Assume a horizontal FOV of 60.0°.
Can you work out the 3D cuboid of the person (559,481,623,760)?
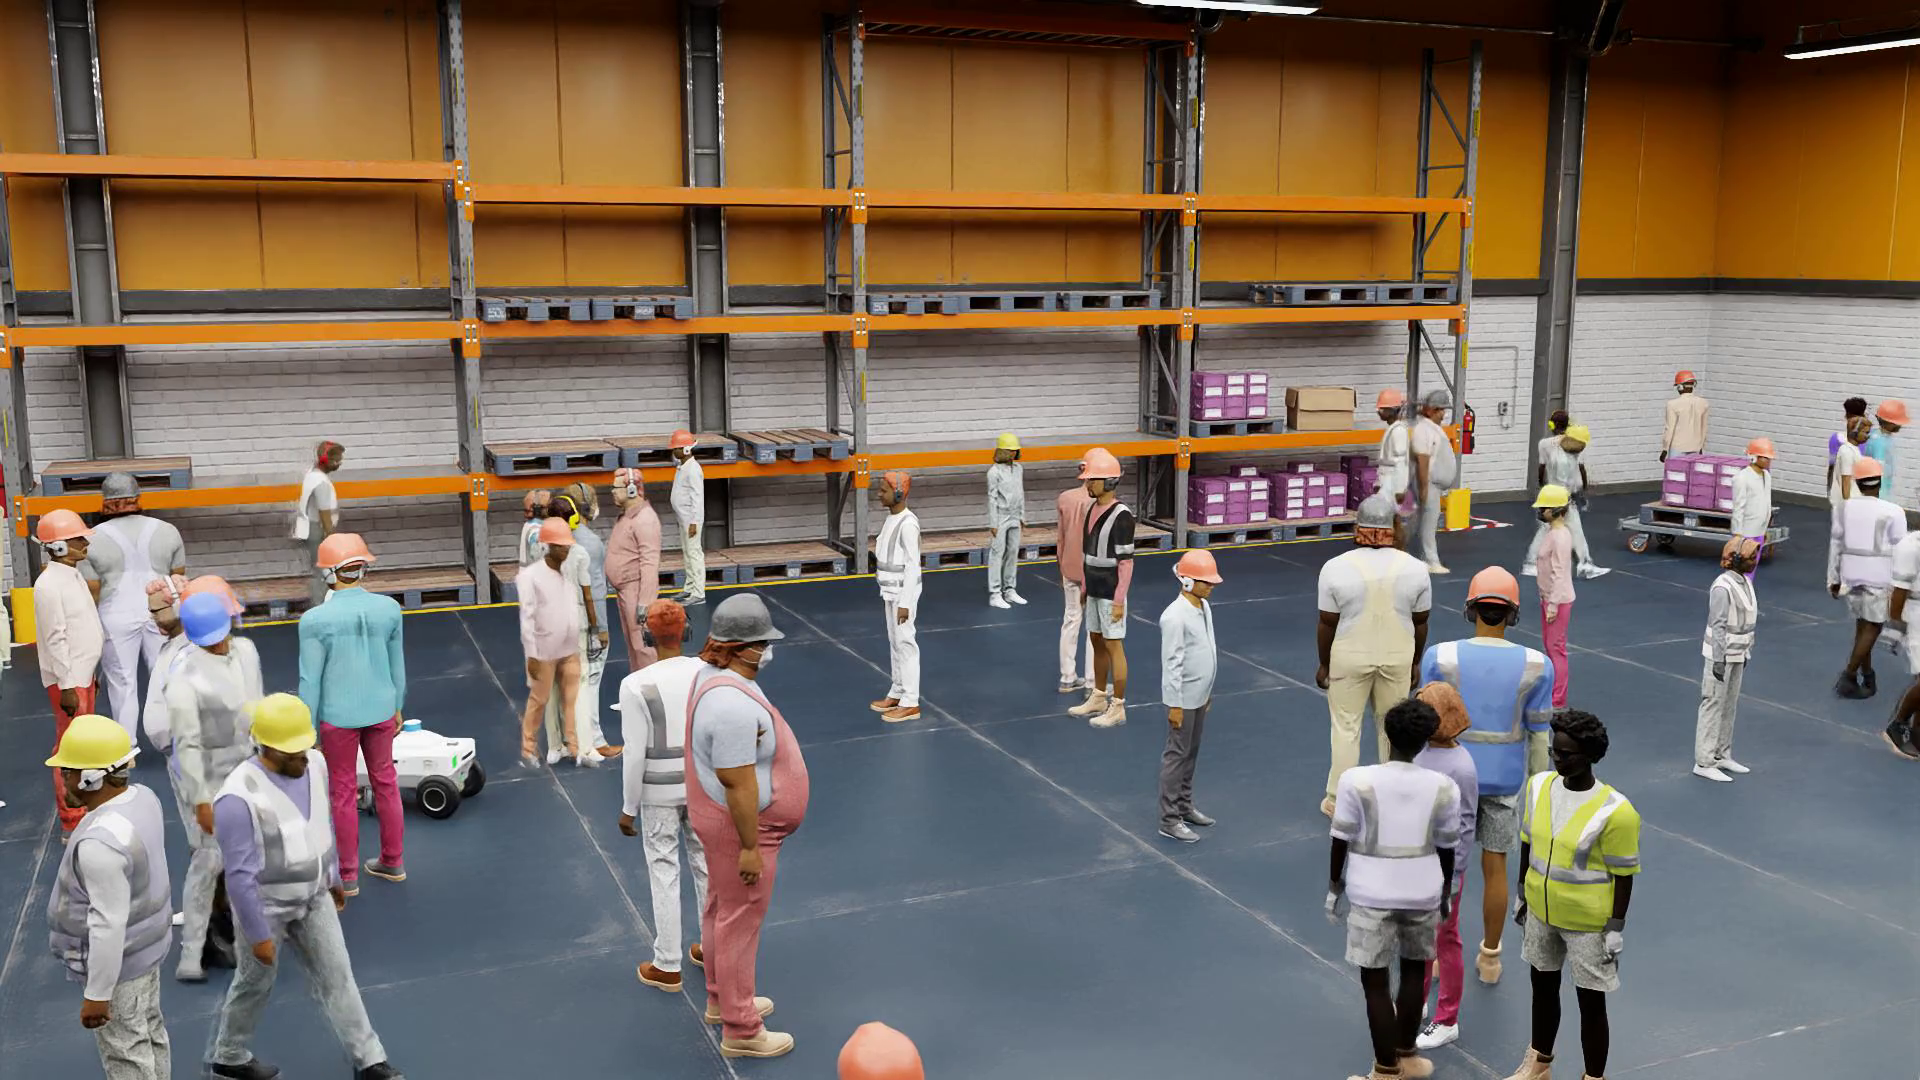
[{"bbox_3d":[-2.603,0.559,11.495,0.373,1.939,0.630,-8,13,-39],"label":"person"}]

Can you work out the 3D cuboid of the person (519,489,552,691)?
[{"bbox_3d":[-3.331,0.414,13.181,0.309,1.639,0.522,-4,11,-20],"label":"person"}]

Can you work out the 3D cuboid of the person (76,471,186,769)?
[{"bbox_3d":[-5.661,0.529,11.367,0.674,2.000,0.537,-9,13,-41],"label":"person"}]

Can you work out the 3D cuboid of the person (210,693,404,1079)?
[{"bbox_3d":[-2.760,1.460,6.818,0.918,1.765,0.636,4,11,20],"label":"person"}]

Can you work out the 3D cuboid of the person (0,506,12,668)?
[{"bbox_3d":[-8.141,0.252,13.786,0.330,1.751,0.565,0,10,1],"label":"person"}]

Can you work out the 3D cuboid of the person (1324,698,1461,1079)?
[{"bbox_3d":[1.812,1.496,6.896,0.561,1.661,0.445,-1,10,-4],"label":"person"}]

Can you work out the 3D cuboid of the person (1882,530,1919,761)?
[{"bbox_3d":[6.642,0.574,11.364,0.656,1.943,0.425,-4,11,-23],"label":"person"}]

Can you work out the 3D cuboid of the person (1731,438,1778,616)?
[{"bbox_3d":[7.576,-0.111,15.888,0.573,1.746,0.346,-8,12,-37],"label":"person"}]

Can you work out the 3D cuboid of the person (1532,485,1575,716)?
[{"bbox_3d":[4.475,0.455,12.610,0.341,1.756,0.518,2,10,10],"label":"person"}]

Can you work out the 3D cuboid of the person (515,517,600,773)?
[{"bbox_3d":[-2.722,0.707,11.214,0.359,1.763,0.564,7,12,36],"label":"person"}]

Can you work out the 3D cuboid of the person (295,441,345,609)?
[{"bbox_3d":[-5.790,-0.009,15.144,0.489,1.805,0.618,-4,11,-21],"label":"person"}]

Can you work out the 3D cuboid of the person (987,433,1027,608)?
[{"bbox_3d":[0.472,-0.195,16.421,0.325,1.737,0.485,9,13,41],"label":"person"}]

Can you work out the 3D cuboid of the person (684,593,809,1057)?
[{"bbox_3d":[-0.932,1.227,7.344,0.536,2.000,0.688,-3,10,-18],"label":"person"}]

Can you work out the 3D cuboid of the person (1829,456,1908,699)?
[{"bbox_3d":[7.142,0.305,13.035,0.598,1.907,0.663,-6,12,-31],"label":"person"}]

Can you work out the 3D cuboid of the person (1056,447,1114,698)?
[{"bbox_3d":[1.037,0.258,13.113,0.625,1.982,0.418,8,13,40],"label":"person"}]

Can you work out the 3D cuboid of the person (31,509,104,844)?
[{"bbox_3d":[-5.268,0.806,9.895,0.375,1.997,0.611,-3,10,-17],"label":"person"}]

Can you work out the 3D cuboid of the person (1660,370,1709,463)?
[{"bbox_3d":[9.300,-1.186,21.402,0.608,1.986,0.389,-2,10,-14],"label":"person"}]

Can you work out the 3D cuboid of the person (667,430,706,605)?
[{"bbox_3d":[-2.727,-0.229,16.566,0.338,1.749,0.561,-4,11,-22],"label":"person"}]

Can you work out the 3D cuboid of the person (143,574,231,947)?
[{"bbox_3d":[-3.905,1.108,8.439,0.403,1.899,0.651,-7,12,-34],"label":"person"}]

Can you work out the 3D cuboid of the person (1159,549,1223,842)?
[{"bbox_3d":[1.393,0.914,9.977,0.344,1.747,0.572,5,11,27],"label":"person"}]

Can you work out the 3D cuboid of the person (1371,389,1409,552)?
[{"bbox_3d":[4.550,-0.613,17.986,0.703,2.022,0.627,2,10,10],"label":"person"}]

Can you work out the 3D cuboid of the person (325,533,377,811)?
[{"bbox_3d":[-3.811,0.825,10.486,0.324,1.752,0.562,-3,10,-15],"label":"person"}]

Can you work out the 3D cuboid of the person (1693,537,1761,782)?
[{"bbox_3d":[5.112,0.785,11.075,0.312,1.634,0.514,9,14,43],"label":"person"}]

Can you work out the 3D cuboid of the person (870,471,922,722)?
[{"bbox_3d":[-0.467,0.416,12.475,0.356,1.883,0.572,-3,10,-16],"label":"person"}]

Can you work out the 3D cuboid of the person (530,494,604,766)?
[{"bbox_3d":[-2.676,0.614,11.368,0.521,1.871,0.325,4,10,20],"label":"person"}]

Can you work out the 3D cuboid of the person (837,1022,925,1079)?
[{"bbox_3d":[-0.163,1.975,3.895,0.564,1.739,0.351,-7,12,-36],"label":"person"}]

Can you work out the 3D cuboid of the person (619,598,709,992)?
[{"bbox_3d":[-1.355,1.205,7.926,0.585,1.881,0.337,-9,13,-41],"label":"person"}]

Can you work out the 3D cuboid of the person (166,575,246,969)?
[{"bbox_3d":[-3.665,1.127,8.215,0.375,1.939,0.546,-1,10,-5],"label":"person"}]

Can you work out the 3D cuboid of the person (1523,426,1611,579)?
[{"bbox_3d":[6.488,-0.395,17.750,0.927,1.660,0.553,8,13,39],"label":"person"}]

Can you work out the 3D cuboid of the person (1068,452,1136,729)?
[{"bbox_3d":[1.048,0.368,12.284,0.383,2.045,0.605,-4,11,-22],"label":"person"}]

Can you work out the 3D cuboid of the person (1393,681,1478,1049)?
[{"bbox_3d":[2.085,1.424,7.384,0.283,1.633,0.500,-3,10,-18],"label":"person"}]

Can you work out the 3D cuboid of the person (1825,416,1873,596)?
[{"bbox_3d":[9.082,-0.348,17.005,0.345,1.839,0.504,5,11,28],"label":"person"}]

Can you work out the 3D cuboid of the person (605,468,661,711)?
[{"bbox_3d":[-2.451,0.406,12.459,0.407,1.906,0.655,-4,11,-23],"label":"person"}]

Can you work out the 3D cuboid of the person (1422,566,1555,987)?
[{"bbox_3d":[2.485,1.131,7.956,0.609,2.029,0.407,2,10,9],"label":"person"}]

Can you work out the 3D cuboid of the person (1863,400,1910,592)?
[{"bbox_3d":[9.589,-0.459,17.204,0.621,1.997,0.637,6,11,29],"label":"person"}]

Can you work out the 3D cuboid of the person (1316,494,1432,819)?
[{"bbox_3d":[2.511,0.721,10.260,0.686,2.000,0.538,0,10,-1],"label":"person"}]

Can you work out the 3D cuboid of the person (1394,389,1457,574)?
[{"bbox_3d":[5.093,-0.677,18.316,0.735,2.000,0.710,5,11,28],"label":"person"}]

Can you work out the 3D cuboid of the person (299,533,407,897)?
[{"bbox_3d":[-3.327,0.947,9.118,0.407,1.987,0.615,8,13,39],"label":"person"}]

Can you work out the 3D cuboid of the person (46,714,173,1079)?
[{"bbox_3d":[-3.137,1.536,6.163,0.404,1.833,0.589,-3,10,-14],"label":"person"}]

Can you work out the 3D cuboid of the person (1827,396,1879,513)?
[{"bbox_3d":[9.742,-0.584,18.060,0.629,1.940,0.658,2,10,9],"label":"person"}]

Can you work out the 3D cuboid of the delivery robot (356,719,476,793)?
[{"bbox_3d":[-3.441,1.377,10.489,0.707,0.478,0.477,1,10,6],"label":"delivery robot"}]

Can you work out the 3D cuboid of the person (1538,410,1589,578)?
[{"bbox_3d":[6.607,-0.506,18.121,0.487,1.789,1.065,-2,10,-11],"label":"person"}]

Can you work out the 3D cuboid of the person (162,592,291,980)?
[{"bbox_3d":[-3.599,1.163,8.138,0.393,1.901,0.710,2,10,10],"label":"person"}]

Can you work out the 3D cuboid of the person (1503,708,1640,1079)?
[{"bbox_3d":[2.458,1.508,6.714,0.316,1.695,0.541,-6,11,-31],"label":"person"}]
